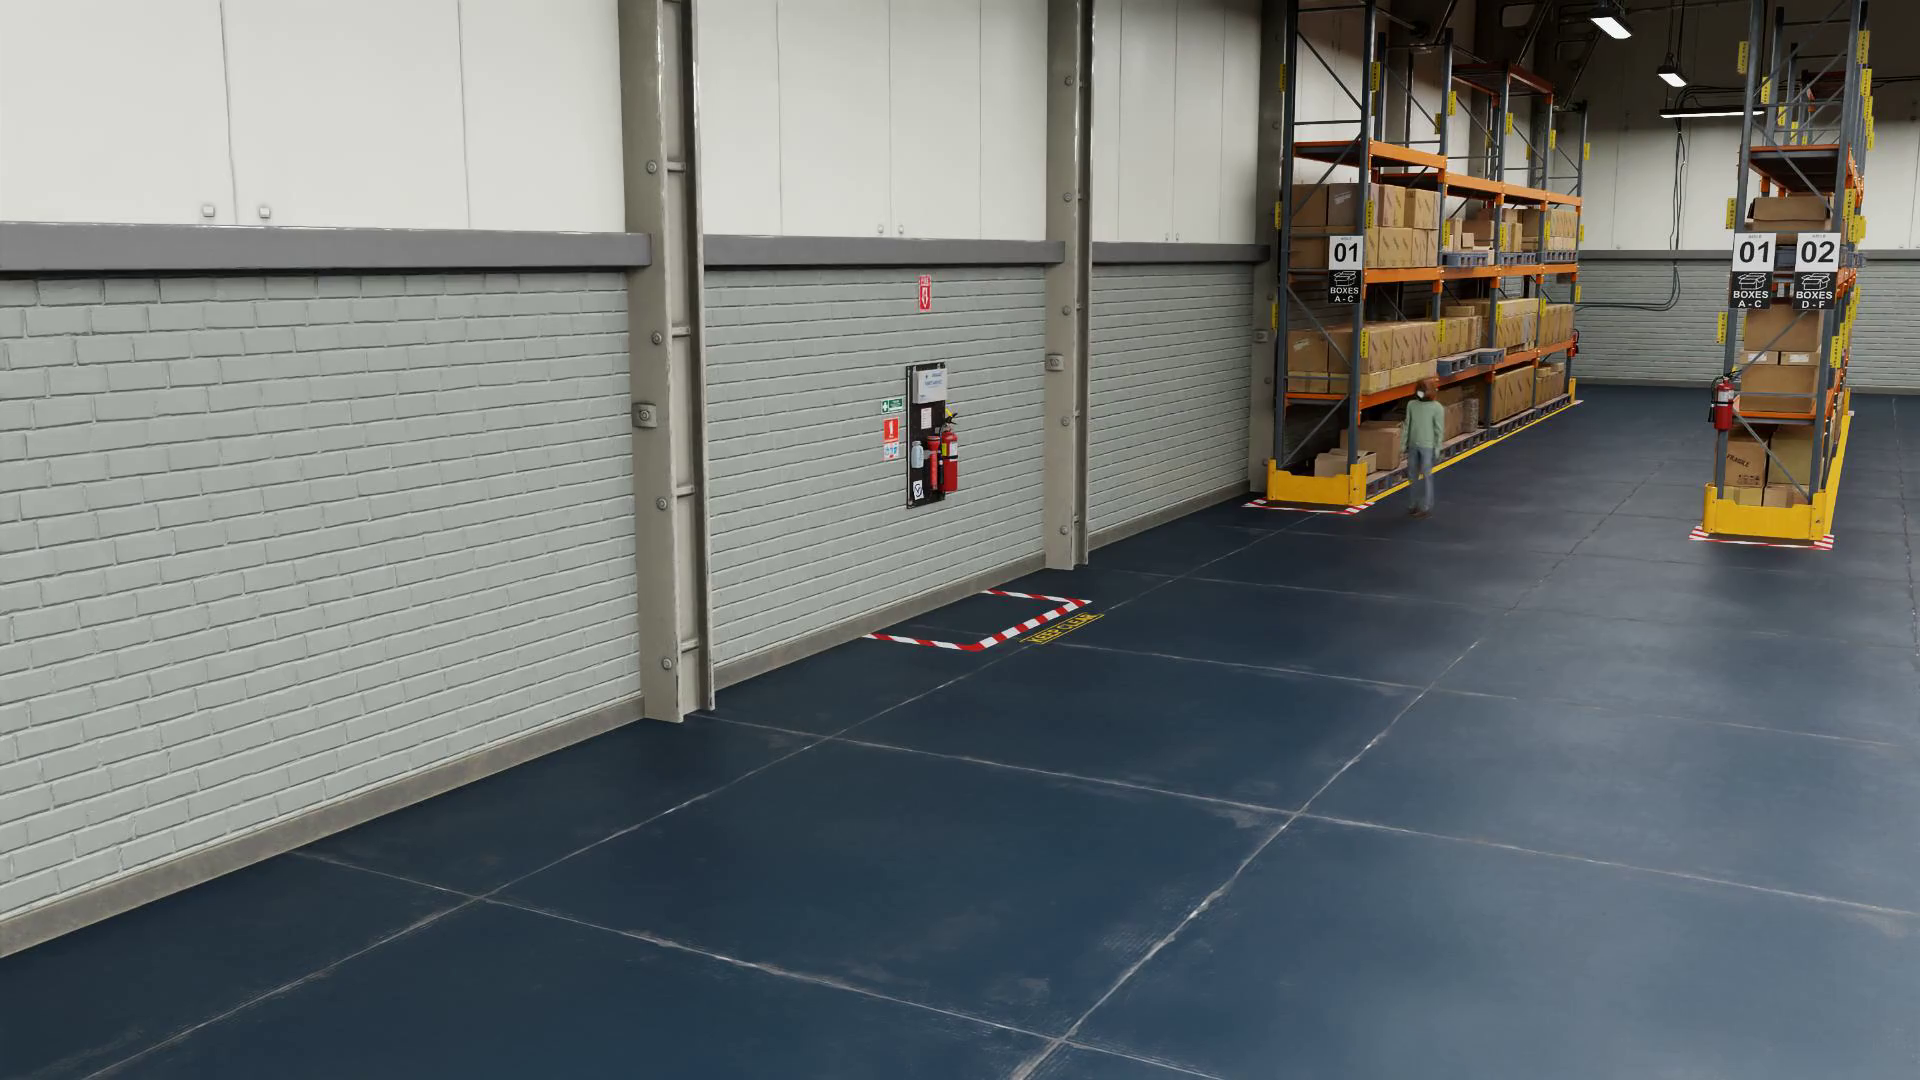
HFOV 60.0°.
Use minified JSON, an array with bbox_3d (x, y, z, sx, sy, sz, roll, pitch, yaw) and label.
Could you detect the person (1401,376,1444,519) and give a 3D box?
[{"bbox_3d":[5.279,-1.056,19.026,0.276,1.637,0.503,-8,12,-39],"label":"person"}]
